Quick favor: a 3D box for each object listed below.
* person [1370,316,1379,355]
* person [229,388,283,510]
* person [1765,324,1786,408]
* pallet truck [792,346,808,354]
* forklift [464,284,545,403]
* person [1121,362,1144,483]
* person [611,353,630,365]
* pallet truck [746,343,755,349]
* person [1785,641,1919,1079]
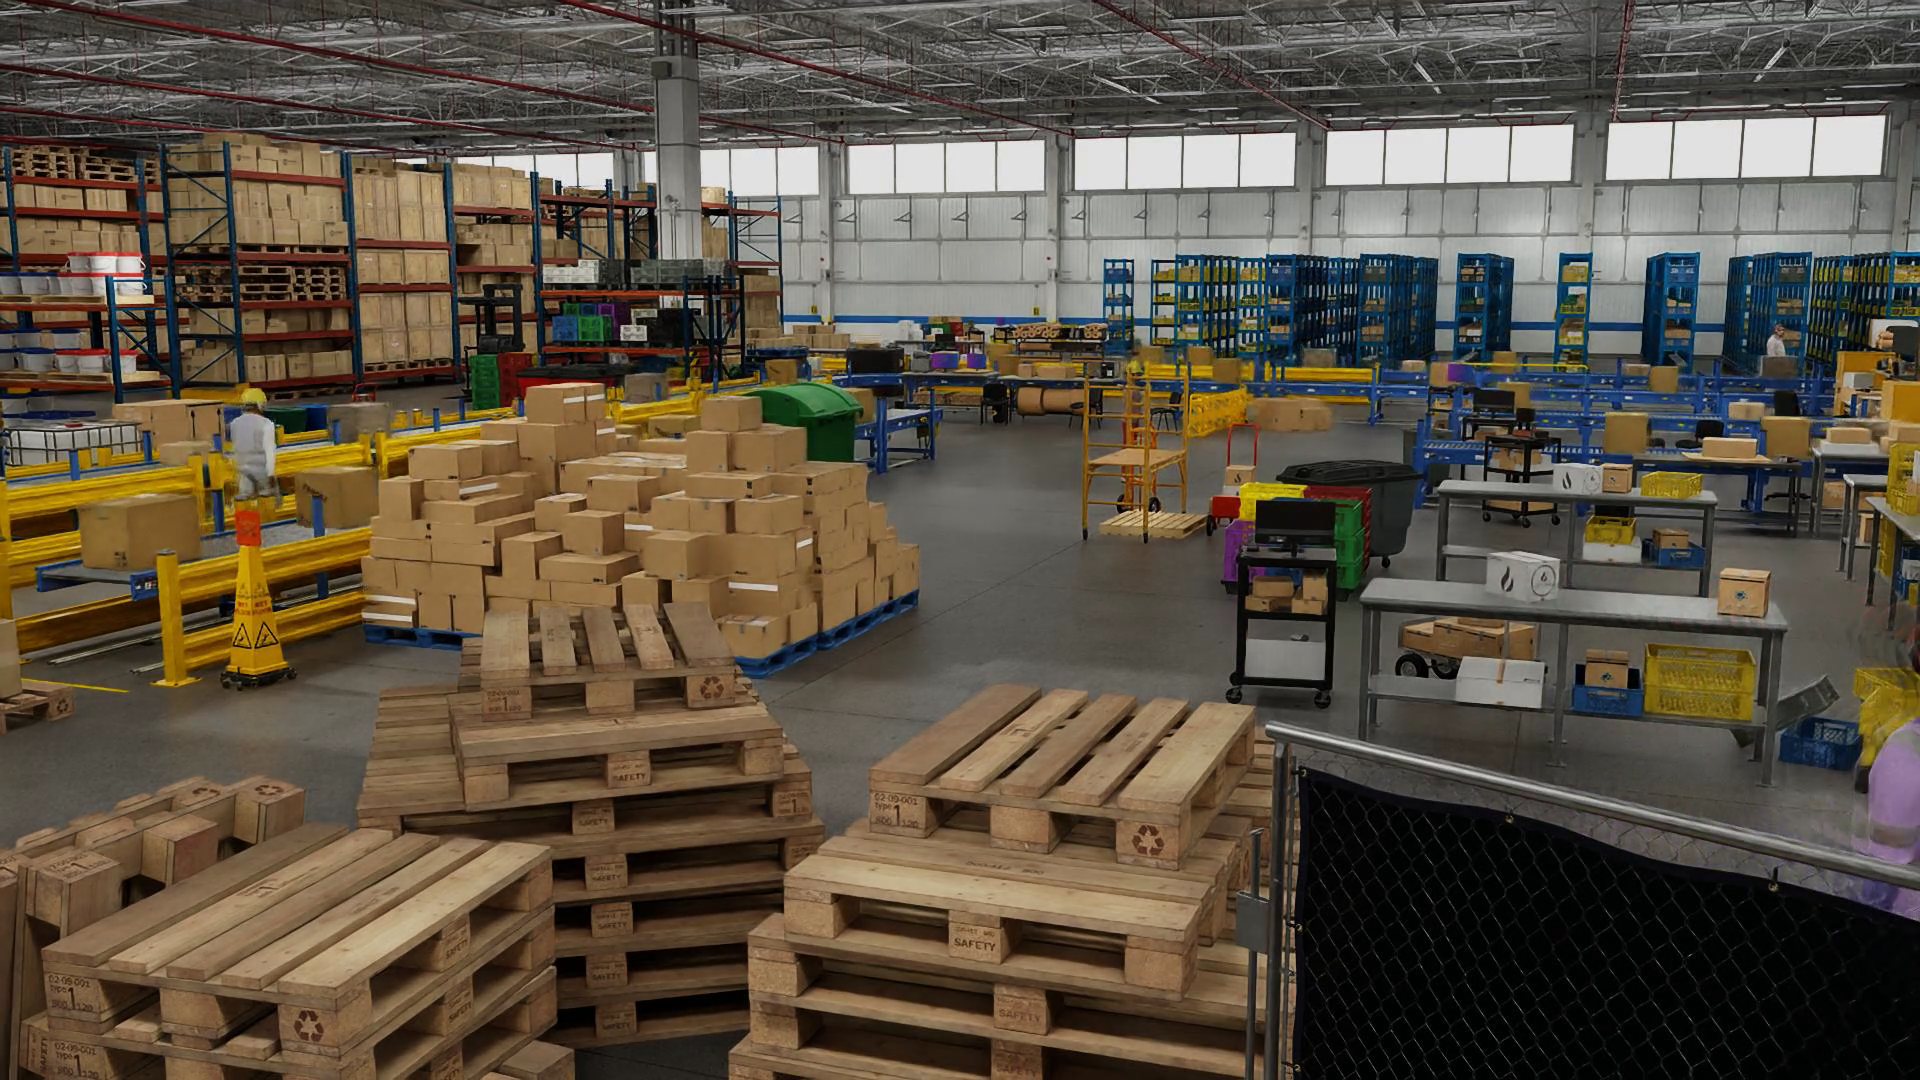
[{"bbox_3d":[13.089,-6.330,52.656,0.415,1.985,0.611,3,10,19],"label":"person"},{"bbox_3d":[-7.816,-0.798,18.535,0.616,1.782,0.922,3,10,18],"label":"person"},{"bbox_3d":[18.722,-3.987,38.170,0.407,1.910,0.639,6,11,34],"label":"person"},{"bbox_3d":[-3.705,-4.298,42.022,0.653,1.274,1.630,3,10,20],"label":"pallet truck"},{"bbox_3d":[-10.832,-4.702,39.610,1.129,2.768,1.873,3,10,20],"label":"forklift"},{"bbox_3d":[2.524,-1.713,24.324,0.302,1.772,0.530,3,10,20],"label":"person"},{"bbox_3d":[-9.077,-4.981,44.362,0.652,1.918,0.611,8,12,42],"label":"person"},{"bbox_3d":[-6.183,-4.618,44.264,1.601,1.201,0.680,-9,12,-43],"label":"pallet truck"},{"bbox_3d":[3.124,1.202,5.351,0.631,1.997,1.044,-8,12,-42],"label":"person"}]
